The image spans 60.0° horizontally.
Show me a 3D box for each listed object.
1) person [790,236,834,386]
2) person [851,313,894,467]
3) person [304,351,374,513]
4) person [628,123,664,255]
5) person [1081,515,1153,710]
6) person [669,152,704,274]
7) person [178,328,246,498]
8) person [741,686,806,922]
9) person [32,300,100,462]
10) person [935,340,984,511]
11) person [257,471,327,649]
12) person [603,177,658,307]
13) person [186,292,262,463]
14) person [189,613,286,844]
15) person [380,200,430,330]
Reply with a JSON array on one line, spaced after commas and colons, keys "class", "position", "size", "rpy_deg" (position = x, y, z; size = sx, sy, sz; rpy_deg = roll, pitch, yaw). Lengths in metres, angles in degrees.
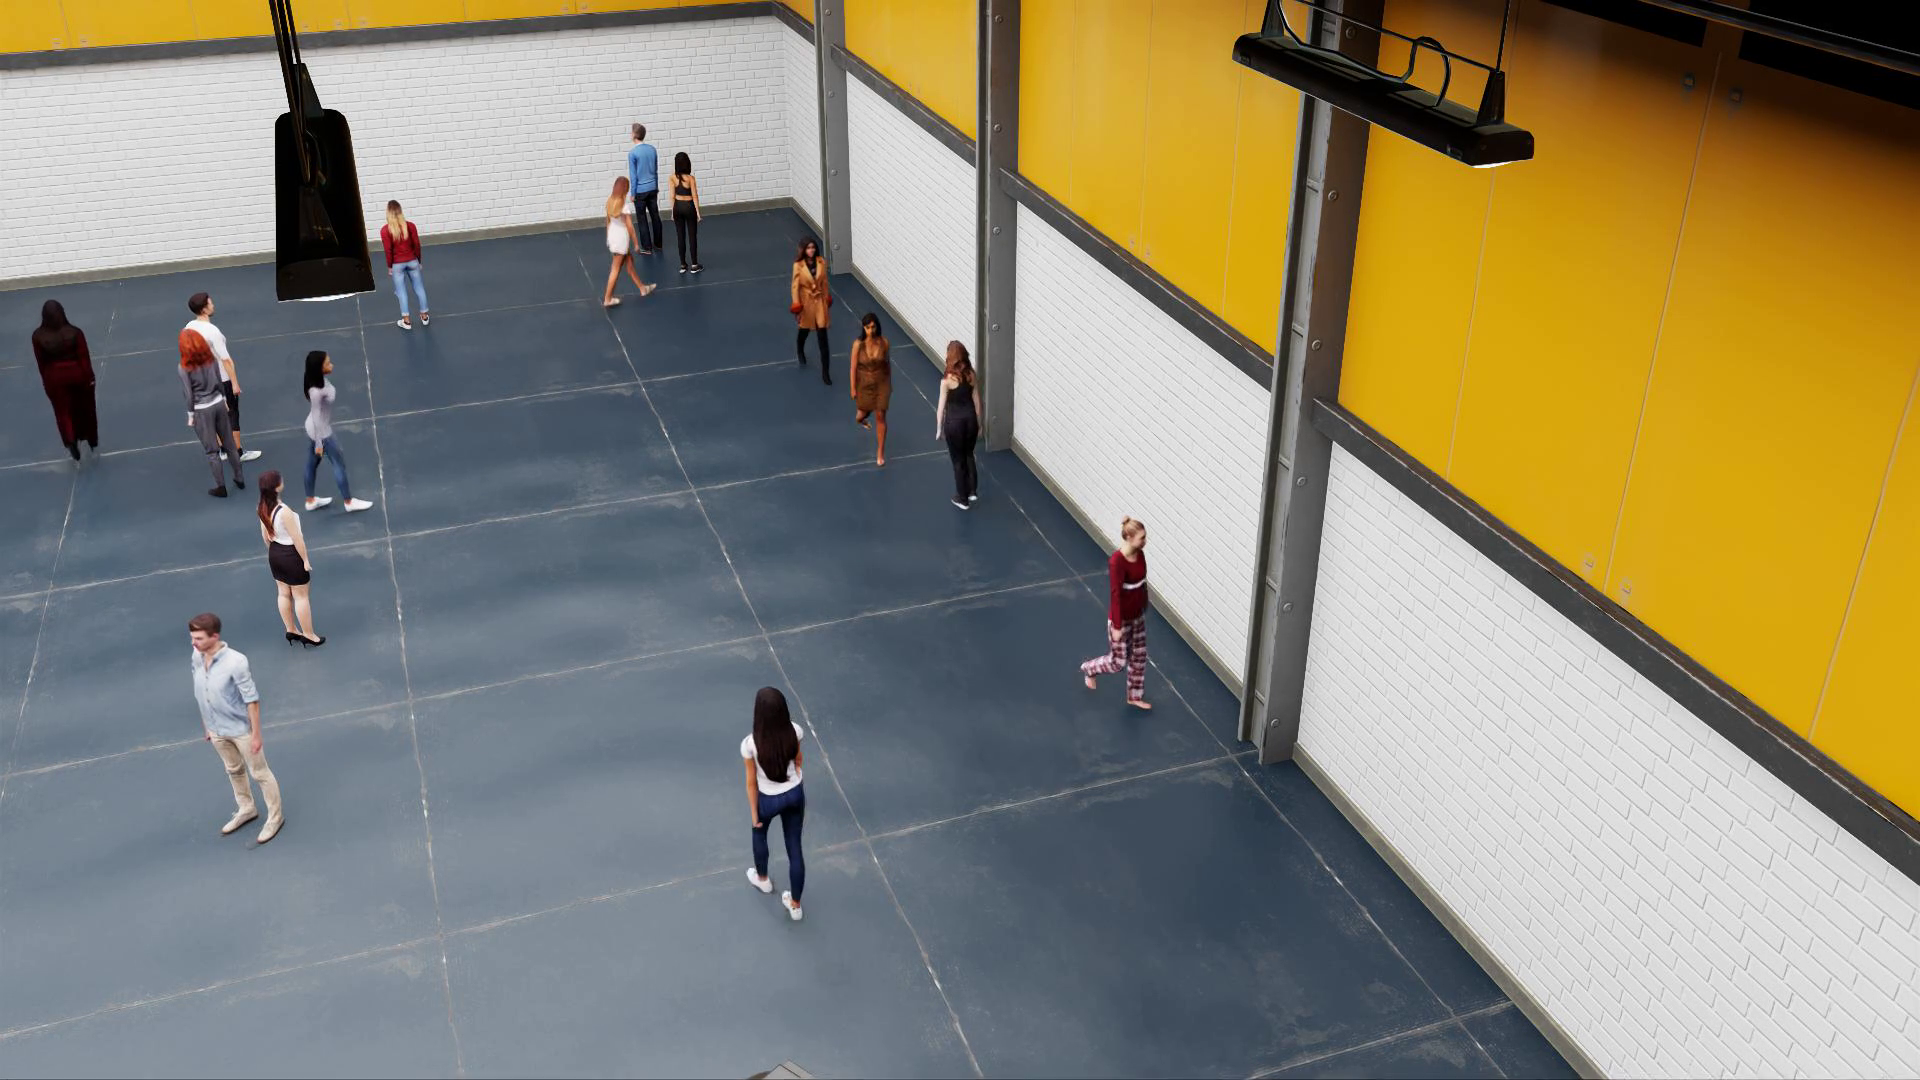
[{"class": "person", "position": [-1.769, -2.703, 19.363], "size": [0.719, 1.669, 1.187], "rpy_deg": [-11, 30, -19]}, {"class": "person", "position": [-0.935, -1.620, 17.387], "size": [0.670, 1.659, 1.009], "rpy_deg": [-9, 30, -16]}, {"class": "person", "position": [-6.318, -1.028, 16.263], "size": [0.672, 1.696, 0.802], "rpy_deg": [-10, 30, -18]}, {"class": "person", "position": [-4.419, -4.930, 23.290], "size": [0.748, 1.818, 0.748], "rpy_deg": [21, 35, 34]}, {"class": "person", "position": [1.284, 0.589, 13.305], "size": [0.978, 1.690, 0.882], "rpy_deg": [21, 35, 33]}, {"class": "person", "position": [-3.743, -4.459, 22.601], "size": [0.660, 1.649, 0.680], "rpy_deg": [5, 29, 8]}, {"class": "person", "position": [-7.519, -1.283, 16.642], "size": [0.677, 1.781, 0.656], "rpy_deg": [18, 33, 29]}, {"class": "person", "position": [-1.161, 1.788, 11.038], "size": [0.627, 1.755, 0.825], "rpy_deg": [-12, 31, -21]}, {"class": "person", "position": [-9.289, -1.625, 17.314], "size": [0.685, 1.737, 0.943], "rpy_deg": [-11, 31, -20]}, {"class": "person", "position": [0.058, -1.085, 16.333], "size": [0.663, 1.730, 0.696], "rpy_deg": [-21, 35, -33]}, {"class": "person", "position": [-5.713, 0.164, 14.126], "size": [0.631, 1.649, 0.693], "rpy_deg": [13, 31, 22]}, {"class": "person", "position": [-4.446, -3.784, 21.370], "size": [1.057, 1.642, 0.917], "rpy_deg": [26, 38, 38]}, {"class": "person", "position": [-7.741, -1.693, 17.320], "size": [0.723, 1.851, 0.808], "rpy_deg": [15, 32, 26]}, {"class": "person", "position": [-5.159, 1.310, 11.819], "size": [0.721, 1.846, 0.760], "rpy_deg": [10, 30, 18]}, {"class": "person", "position": [-6.941, -3.451, 20.769], "size": [0.657, 1.634, 0.611], "rpy_deg": [-18, 33, -30]}]
